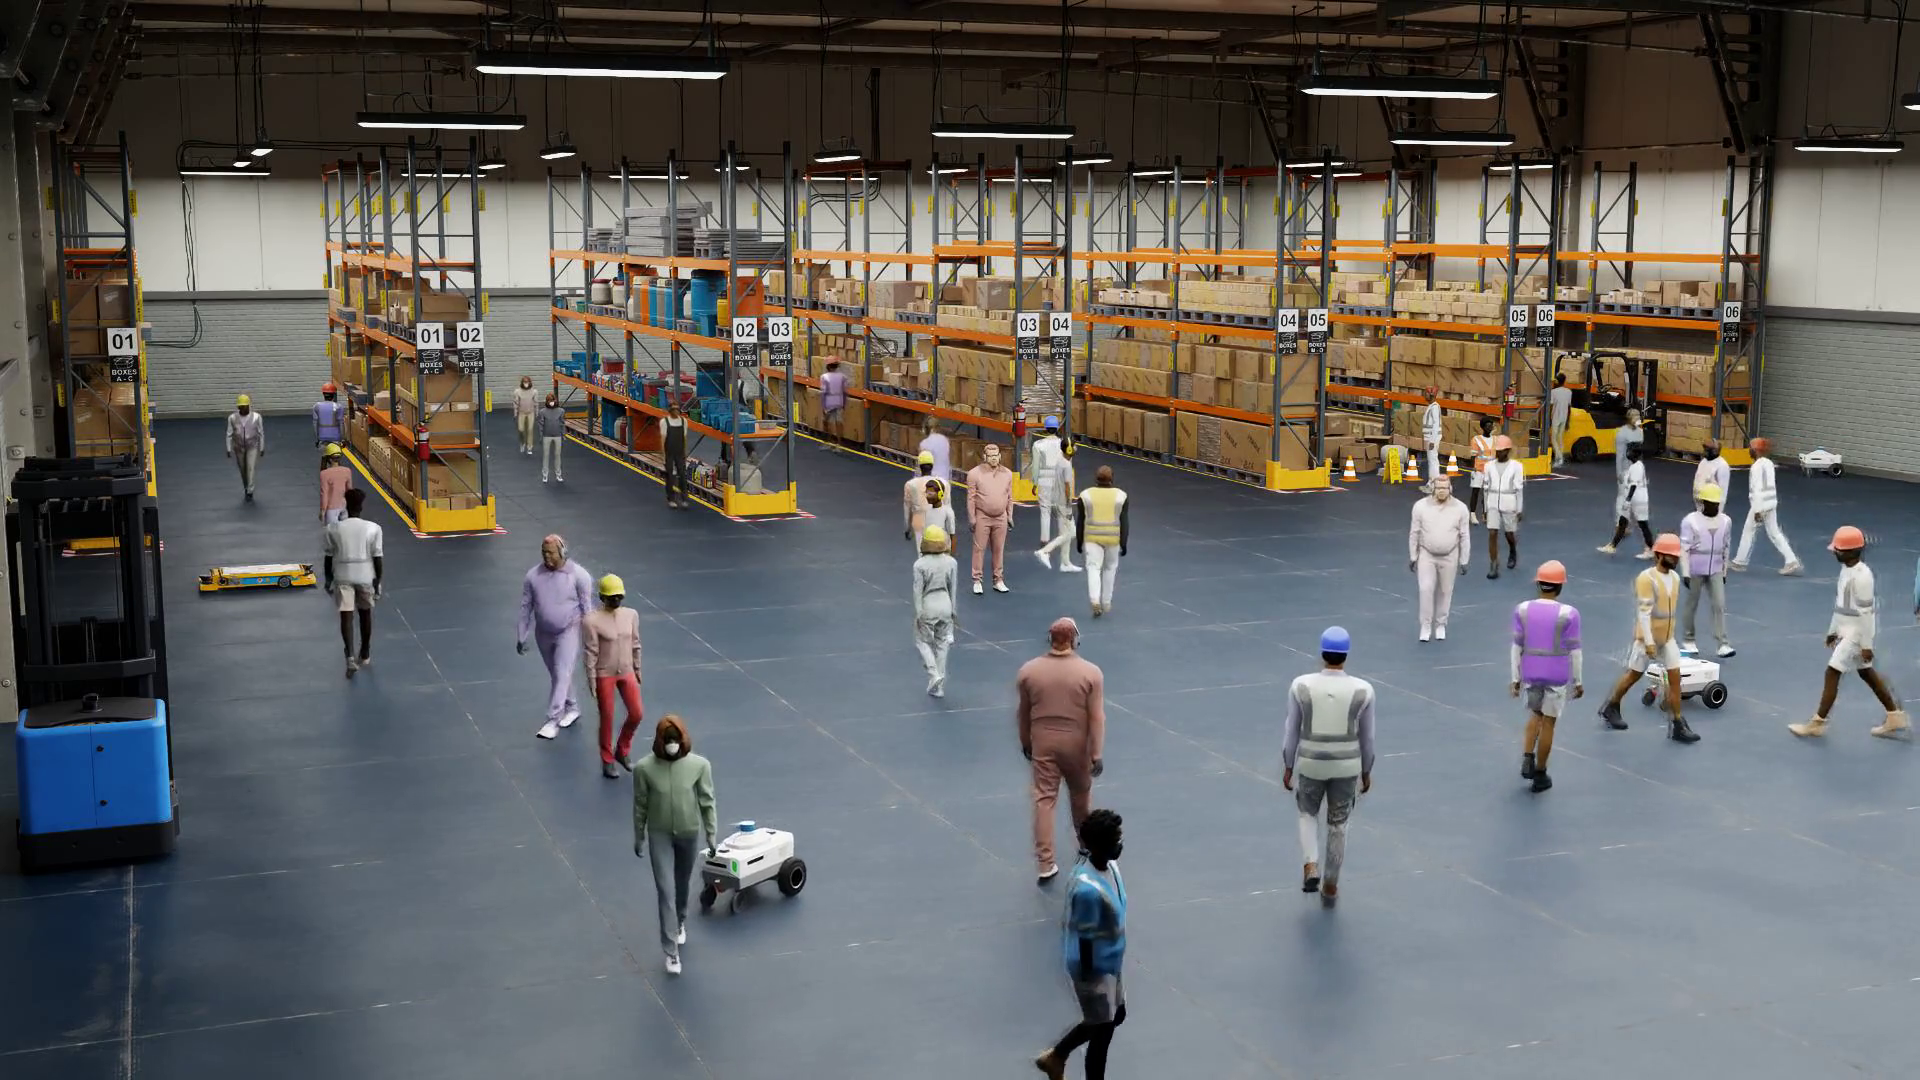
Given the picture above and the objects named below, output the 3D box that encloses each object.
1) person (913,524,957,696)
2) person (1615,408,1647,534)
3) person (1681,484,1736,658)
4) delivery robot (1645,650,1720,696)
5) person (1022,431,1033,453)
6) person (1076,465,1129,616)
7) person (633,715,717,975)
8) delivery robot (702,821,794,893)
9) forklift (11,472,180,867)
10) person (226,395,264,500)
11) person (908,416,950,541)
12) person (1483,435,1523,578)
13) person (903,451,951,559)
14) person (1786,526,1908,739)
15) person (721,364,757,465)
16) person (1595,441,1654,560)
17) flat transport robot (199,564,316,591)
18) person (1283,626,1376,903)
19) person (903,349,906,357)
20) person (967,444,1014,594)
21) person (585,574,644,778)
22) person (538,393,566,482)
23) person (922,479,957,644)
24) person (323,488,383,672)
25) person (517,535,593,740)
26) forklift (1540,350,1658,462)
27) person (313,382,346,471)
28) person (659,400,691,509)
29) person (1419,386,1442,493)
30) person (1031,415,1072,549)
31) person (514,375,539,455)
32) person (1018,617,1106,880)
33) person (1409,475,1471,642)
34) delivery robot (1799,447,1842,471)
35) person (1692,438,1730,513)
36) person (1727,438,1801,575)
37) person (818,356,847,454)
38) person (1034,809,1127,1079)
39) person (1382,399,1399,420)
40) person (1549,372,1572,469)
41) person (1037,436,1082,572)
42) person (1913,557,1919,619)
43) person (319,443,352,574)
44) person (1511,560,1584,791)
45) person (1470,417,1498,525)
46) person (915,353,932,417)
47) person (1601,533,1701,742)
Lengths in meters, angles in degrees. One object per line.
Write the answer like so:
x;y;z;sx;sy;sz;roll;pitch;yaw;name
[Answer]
-0.244;0.707;20.829;0.489;1.731;0.428;-4;9;-24;person
10.206;-1.048;31.864;0.660;1.924;0.444;-7;11;-37;person
8.129;0.345;22.698;0.609;1.889;0.913;-1;9;-5;person
7.063;1.317;20.489;0.707;0.478;0.477;-3;9;-21;delivery robot
1.408;-2.486;41.903;0.627;1.784;0.905;-2;9;-14;person
1.718;0.002;25.267;0.630;1.811;0.875;0;9;3;person
-1.823;1.889;13.405;0.513;1.590;0.846;-2;9;-14;person
-1.478;2.202;14.587;0.477;0.478;0.707;5;10;33;delivery robot
-6.630;0.886;15.957;1.129;2.768;1.873;-3;9;-21;forklift
-12.336;-1.622;36.153;0.604;1.796;0.902;-2;9;-11;person
-0.496;-0.859;30.669;0.906;1.900;0.653;5;10;30;person
7.286;-0.470;28.068;0.552;1.913;0.776;5;10;29;person
-0.424;-0.176;26.263;0.589;1.860;1.002;-2;9;-10;person
8.191;0.850;19.087;1.063;1.983;0.622;2;9;13;person
-4.391;-2.464;41.080;0.686;2.000;0.930;-7;11;-39;person
9.388;-0.552;29.425;0.838;1.652;0.546;1;9;8;person
-9.181;0.476;27.349;1.431;0.197;0.652;-3;9;-21;flat transport robot
2.557;1.554;14.491;0.636;1.931;0.452;2;9;11;person
-1.247;-3.605;49.343;0.657;1.790;0.953;2;9;10;person
0.400;-0.273;26.767;0.636;1.911;0.404;-3;9;-21;person
-2.931;1.153;17.782;0.543;1.750;0.397;-6;11;-36;person
-7.467;-1.878;38.376;0.501;1.633;0.281;-3;9;-20;person
-0.254;0.240;23.491;0.309;1.864;0.535;-7;11;-40;person
-6.407;0.413;22.157;0.608;1.929;0.938;-3;9;-19;person
-3.740;0.875;19.298;0.672;1.855;1.014;2;9;16;person
12.897;-2.725;42.309;2.313;2.155;1.214;-3;9;-21;forklift
-11.094;-1.806;36.893;0.550;1.935;0.376;0;9;3;person
-4.688;-1.399;34.600;0.511;1.804;0.903;-4;9;-23;person
8.298;-1.772;36.848;0.358;1.882;0.574;1;9;7;person
1.322;-0.831;30.352;0.605;1.948;0.405;-2;9;-13;person
-8.889;-2.565;42.966;0.520;1.620;0.341;-2;9;-14;person
0.758;1.478;15.244;0.676;1.852;0.976;3;9;17;person
5.392;0.221;23.538;0.673;1.881;0.785;2;9;11;person
16.153;-1.508;39.320;0.707;0.478;0.477;1;8;7;delivery robot
10.129;-0.466;28.316;0.430;1.850;0.628;-1;9;-5;person
10.881;-0.456;28.257;0.629;1.841;0.983;-8;12;-44;person
-2.654;-2.796;43.224;0.624;2.009;0.863;-4;9;-24;person
0.667;2.210;10.945;0.466;1.681;0.545;2;9;15;person
10.054;-3.476;48.626;0.550;1.751;0.366;-5;10;-31;person
11.616;-2.323;40.655;0.556;1.887;0.449;-3;9;-19;person
1.366;-0.475;28.319;0.533;1.848;0.543;-1;9;-4;person
10.082;0.673;21.535;0.498;1.587;0.884;6;10;34;person
-8.415;-0.417;28.203;0.316;1.767;0.535;6;10;34;person
4.895;1.121;17.427;0.556;1.918;0.429;7;11;39;person
8.248;-1.091;32.922;0.536;1.696;0.321;-3;9;-20;person
-0.881;-3.994;51.562;0.629;1.925;1.090;-2;9;-10;person
6.373;0.862;19.285;0.558;1.896;0.991;-5;10;-29;person
